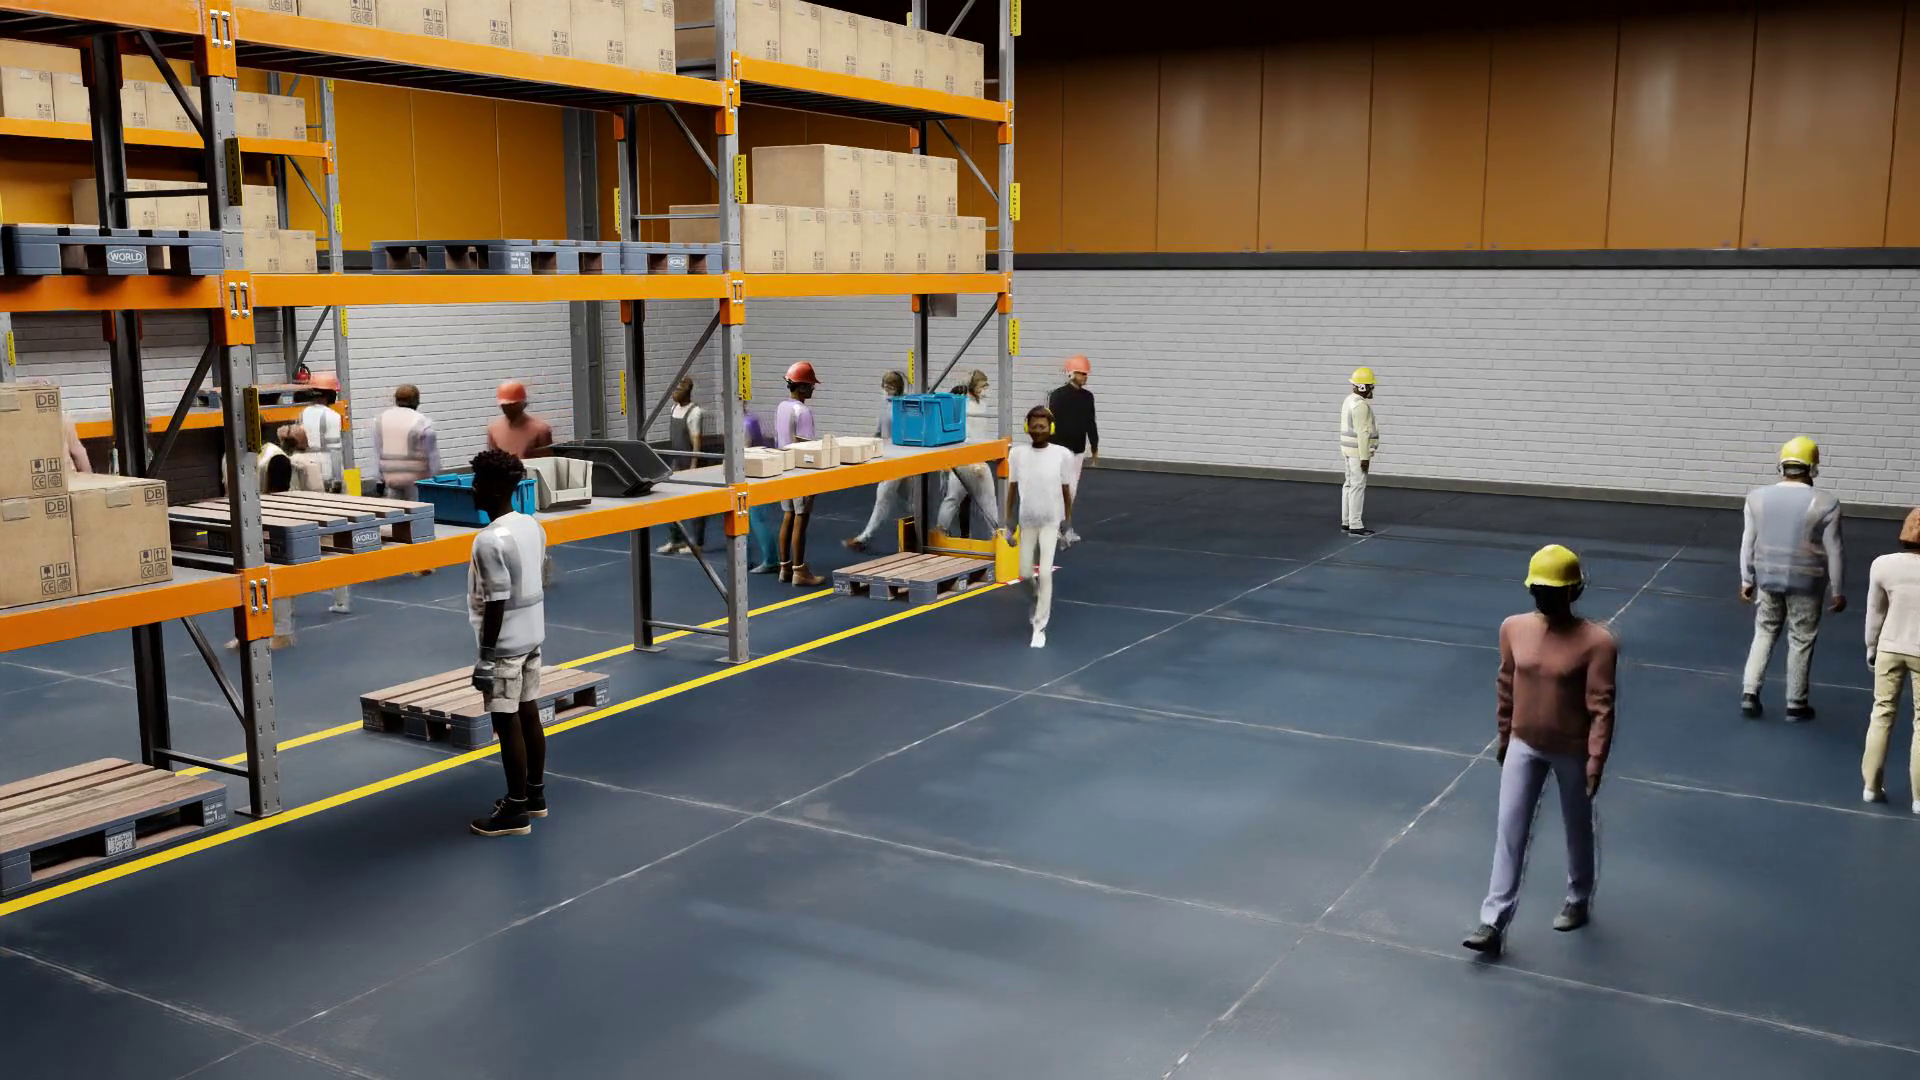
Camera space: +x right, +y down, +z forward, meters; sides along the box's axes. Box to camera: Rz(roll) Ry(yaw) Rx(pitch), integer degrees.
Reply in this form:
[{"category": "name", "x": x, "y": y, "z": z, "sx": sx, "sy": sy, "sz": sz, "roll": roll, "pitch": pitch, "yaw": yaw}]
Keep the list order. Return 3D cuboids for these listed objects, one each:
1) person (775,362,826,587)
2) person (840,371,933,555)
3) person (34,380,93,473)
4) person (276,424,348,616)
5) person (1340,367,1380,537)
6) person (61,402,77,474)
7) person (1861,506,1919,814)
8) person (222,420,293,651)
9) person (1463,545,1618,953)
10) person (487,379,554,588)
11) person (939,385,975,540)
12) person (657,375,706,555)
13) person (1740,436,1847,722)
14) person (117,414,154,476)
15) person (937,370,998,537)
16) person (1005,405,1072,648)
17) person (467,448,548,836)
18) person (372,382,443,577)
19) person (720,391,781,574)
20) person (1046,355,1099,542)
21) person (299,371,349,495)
[{"category": "person", "x": -1.452, "y": -0.600, "z": 15.160, "sx": 0.391, "sy": 2.041, "sz": 0.615, "roll": -5, "pitch": 11, "yaw": -30}, {"category": "person", "x": -0.686, "y": -0.777, "z": 16.814, "sx": 1.064, "sy": 1.864, "sz": 0.690, "roll": -4, "pitch": 10, "yaw": -22}, {"category": "person", "x": -8.302, "y": -0.540, "z": 15.348, "sx": 0.661, "sy": 1.867, "sz": 0.959, "roll": 3, "pitch": 10, "yaw": 20}, {"category": "person", "x": -5.446, "y": -0.157, "z": 13.796, "sx": 0.695, "sy": 1.595, "sz": 0.543, "roll": 2, "pitch": 9, "yaw": 10}, {"category": "person", "x": 4.328, "y": -0.951, "z": 18.006, "sx": 0.404, "sy": 1.830, "sz": 0.603, "roll": 0, "pitch": 9, "yaw": -2}, {"category": "person", "x": -7.865, "y": -0.354, "z": 14.236, "sx": 0.580, "sy": 1.868, "sz": 1.061, "roll": 5, "pitch": 10, "yaw": 27}, {"category": "person", "x": 5.058, "y": 0.625, "z": 8.823, "sx": 0.284, "sy": 1.627, "sz": 0.505, "roll": -7, "pitch": 12, "yaw": -38}, {"category": "person", "x": -5.269, "y": -0.051, "z": 12.404, "sx": 0.642, "sy": 1.821, "sz": 0.576, "roll": 3, "pitch": 10, "yaw": 21}, {"category": "person", "x": 2.463, "y": 0.871, "z": 6.968, "sx": 0.545, "sy": 1.711, "sz": 0.898, "roll": 8, "pitch": 12, "yaw": 43}, {"category": "person", "x": -3.778, "y": -0.457, "z": 14.587, "sx": 0.641, "sy": 1.955, "sz": 0.845, "roll": 3, "pitch": 9, "yaw": 16}, {"category": "person", "x": -0.013, "y": -0.743, "z": 17.131, "sx": 0.535, "sy": 1.697, "sz": 0.318, "roll": 8, "pitch": 12, "yaw": 40}, {"category": "person", "x": -2.828, "y": -0.735, "z": 16.660, "sx": 0.632, "sy": 1.828, "sz": 0.541, "roll": -9, "pitch": 13, "yaw": -43}, {"category": "person", "x": 5.256, "y": 0.254, "z": 10.498, "sx": 0.425, "sy": 1.830, "sz": 0.611, "roll": -7, "pitch": 12, "yaw": -38}, {"category": "person", "x": -7.460, "y": -0.355, "z": 15.051, "sx": 0.524, "sy": 1.586, "sz": 0.900, "roll": 7, "pitch": 11, "yaw": 37}, {"category": "person", "x": 0.163, "y": -0.746, "z": 16.577, "sx": 1.024, "sy": 1.878, "sz": 0.636, "roll": 5, "pitch": 10, "yaw": 26}, {"category": "person", "x": 0.618, "y": -0.132, "z": 12.846, "sx": 0.521, "sy": 1.855, "sz": 0.708, "roll": 2, "pitch": 9, "yaw": 11}, {"category": "person", "x": -2.305, "y": 0.512, "z": 8.453, "sx": 0.361, "sy": 1.966, "sz": 0.612, "roll": 1, "pitch": 9, "yaw": 7}, {"category": "person", "x": -5.137, "y": -0.550, "z": 15.489, "sx": 0.639, "sy": 1.831, "sz": 0.453, "roll": 2, "pitch": 9, "yaw": 15}, {"category": "person", "x": -1.978, "y": -0.545, "z": 15.578, "sx": 0.638, "sy": 1.791, "sz": 0.599, "roll": -2, "pitch": 9, "yaw": -11}, {"category": "person", "x": 1.204, "y": -0.960, "z": 17.584, "sx": 0.667, "sy": 1.978, "sz": 0.657, "roll": -8, "pitch": 12, "yaw": -41}, {"category": "person", "x": -6.149, "y": -0.657, "z": 15.928, "sx": 0.545, "sy": 1.914, "sz": 0.748, "roll": 5, "pitch": 11, "yaw": 30}]
